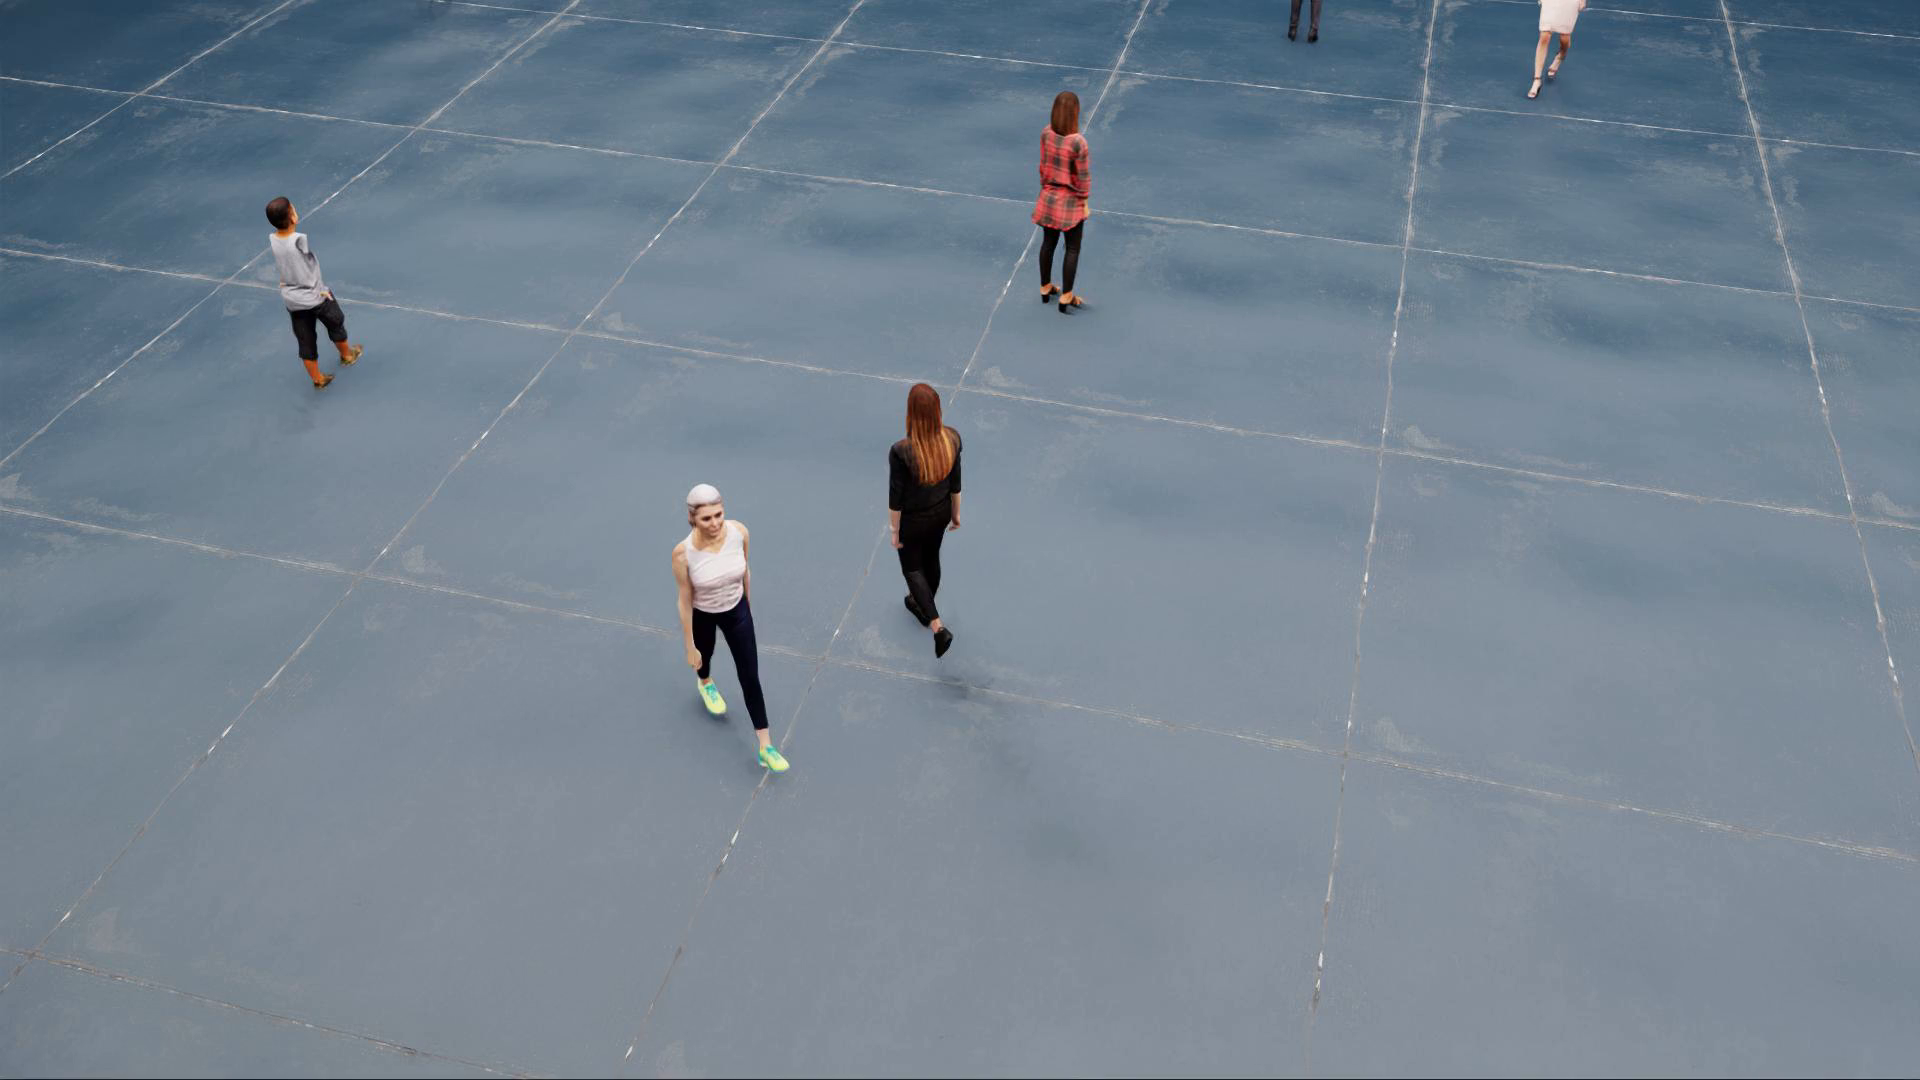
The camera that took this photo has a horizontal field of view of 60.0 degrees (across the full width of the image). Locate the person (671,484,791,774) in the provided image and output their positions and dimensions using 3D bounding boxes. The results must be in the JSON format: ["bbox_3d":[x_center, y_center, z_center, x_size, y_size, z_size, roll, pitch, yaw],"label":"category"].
[{"bbox_3d":[-1.324,0.372,8.743,1.150,1.648,1.181,-22,43,-25],"label":"person"}]

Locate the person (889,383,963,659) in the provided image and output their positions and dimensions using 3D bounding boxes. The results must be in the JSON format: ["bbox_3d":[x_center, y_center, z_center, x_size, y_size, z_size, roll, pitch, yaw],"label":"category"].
[{"bbox_3d":[-0.163,-0.082,9.284,0.955,1.697,1.039,-17,41,-20],"label":"person"}]

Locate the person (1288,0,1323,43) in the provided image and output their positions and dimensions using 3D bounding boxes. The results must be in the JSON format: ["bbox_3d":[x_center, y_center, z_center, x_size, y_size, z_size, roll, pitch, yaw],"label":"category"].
[{"bbox_3d":[3.521,-5.802,16.684,0.594,1.587,0.464,10,39,13],"label":"person"}]

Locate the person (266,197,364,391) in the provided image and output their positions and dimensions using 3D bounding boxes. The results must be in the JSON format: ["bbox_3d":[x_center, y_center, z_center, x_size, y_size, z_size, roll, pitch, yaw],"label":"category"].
[{"bbox_3d":[-4.600,-1.722,11.588,0.693,1.441,0.865,3,38,4],"label":"person"}]

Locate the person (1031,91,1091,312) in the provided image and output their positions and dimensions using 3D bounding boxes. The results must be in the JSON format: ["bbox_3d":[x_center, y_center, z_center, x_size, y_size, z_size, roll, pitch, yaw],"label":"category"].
[{"bbox_3d":[0.758,-2.517,12.395,0.695,1.699,0.700,30,47,33],"label":"person"}]

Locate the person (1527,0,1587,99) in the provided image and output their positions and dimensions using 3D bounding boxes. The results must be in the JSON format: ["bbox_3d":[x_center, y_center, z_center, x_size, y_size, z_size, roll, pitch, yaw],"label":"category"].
[{"bbox_3d":[5.683,-5.107,15.610,0.725,1.816,0.972,19,42,22],"label":"person"}]
